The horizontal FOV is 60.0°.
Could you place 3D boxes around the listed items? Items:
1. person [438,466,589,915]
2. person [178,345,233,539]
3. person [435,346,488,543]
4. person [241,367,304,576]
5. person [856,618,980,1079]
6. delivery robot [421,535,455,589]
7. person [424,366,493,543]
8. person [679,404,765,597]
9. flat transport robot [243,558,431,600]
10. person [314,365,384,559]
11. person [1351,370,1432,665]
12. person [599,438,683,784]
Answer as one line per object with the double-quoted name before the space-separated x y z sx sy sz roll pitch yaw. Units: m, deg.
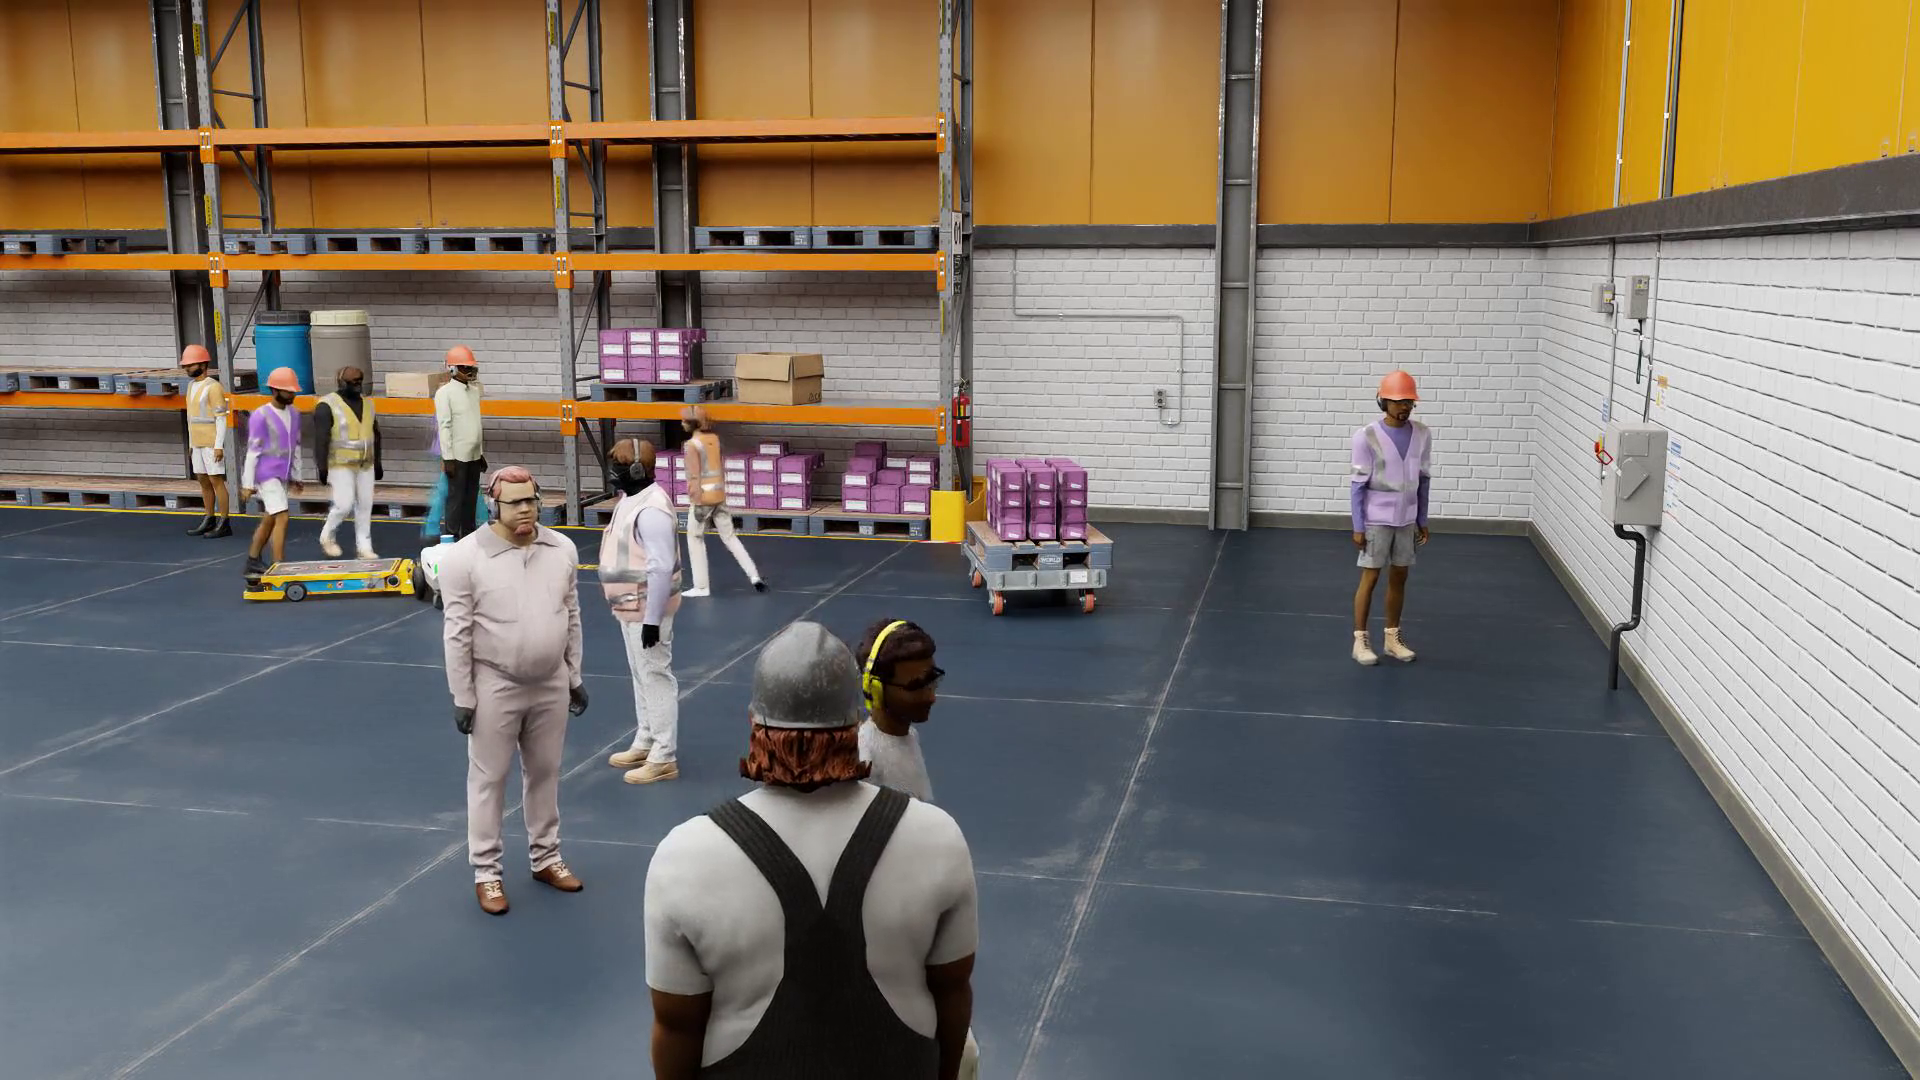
"person" -1.889 0.629 7.177 0.642 1.909 0.399 -9 13 -42
"person" -7.558 -0.978 16.610 0.553 1.933 0.369 7 12 36
"person" -4.551 -0.780 15.262 0.380 1.995 0.611 2 10 14
"person" -5.988 -0.559 14.395 0.758 1.878 0.591 2 10 12
"person" -0.230 1.111 4.614 0.925 1.840 0.526 3 10 19
"delivery robot" -4.129 0.203 13.421 0.477 0.478 0.707 -4 11 -25
"person" -4.834 -0.839 16.229 0.916 1.778 0.669 -2 10 -12
"person" -1.976 -0.313 13.655 0.618 1.608 0.547 4 10 21
"flat transport robot" -5.157 0.314 13.877 1.431 0.197 0.652 -2 10 -13
"person" -5.624 -0.696 15.274 0.512 1.823 0.667 6 11 30
"person" 2.967 -0.147 11.413 0.612 2.035 0.423 -3 10 -18
"person" -1.703 0.373 8.889 0.430 1.844 0.624 -4 10 -21
